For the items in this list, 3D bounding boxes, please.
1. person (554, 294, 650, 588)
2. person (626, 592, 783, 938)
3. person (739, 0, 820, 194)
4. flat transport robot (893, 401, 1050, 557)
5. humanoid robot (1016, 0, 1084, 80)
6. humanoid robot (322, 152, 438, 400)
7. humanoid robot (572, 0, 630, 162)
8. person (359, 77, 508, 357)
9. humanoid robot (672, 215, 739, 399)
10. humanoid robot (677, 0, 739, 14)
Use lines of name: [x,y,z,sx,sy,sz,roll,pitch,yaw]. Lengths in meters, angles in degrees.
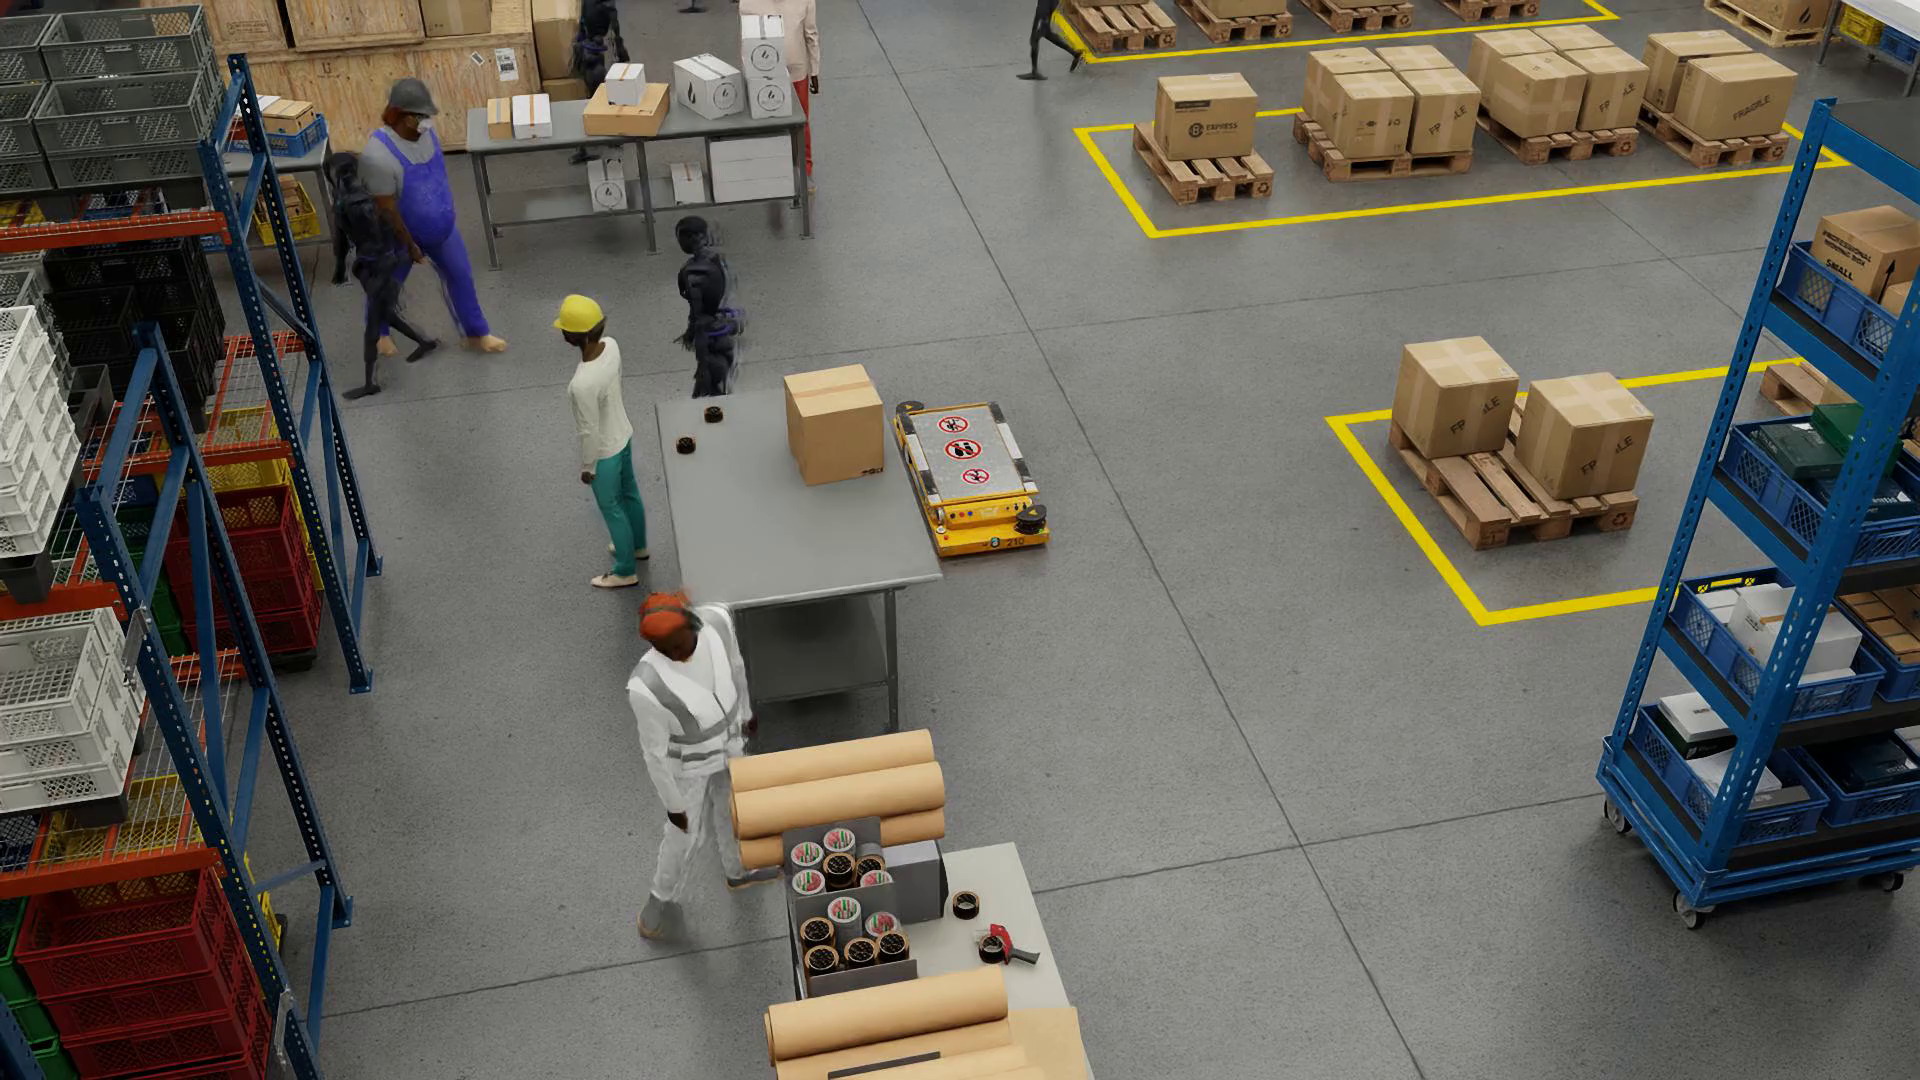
person: [-1.944,-0.531,9.012,0.322,1.766,0.530,5,37,7]
person: [-1.132,0.899,7.019,0.397,1.858,0.711,20,41,25]
person: [-1.398,-3.655,13.033,0.614,1.986,0.405,-6,37,-8]
flat transport robot: [0.046,-0.430,10.108,0.652,0.197,1.431,-8,37,-10]
humanoid robot: [0.835,-5.006,15.107,0.551,1.641,0.617,6,37,8]
humanoid robot: [-3.828,-1.766,10.793,0.760,1.614,0.617,-26,44,-31]
humanoid robot: [-2.989,-3.935,13.688,0.727,1.620,0.607,-20,41,-24]
person: [-3.657,-2.161,10.975,0.953,2.000,0.713,19,41,24]
humanoid robot: [-1.545,-1.152,9.933,0.490,1.631,0.601,3,37,3]
humanoid robot: [-2.521,-6.140,16.668,0.758,1.629,0.603,-7,37,-9]
